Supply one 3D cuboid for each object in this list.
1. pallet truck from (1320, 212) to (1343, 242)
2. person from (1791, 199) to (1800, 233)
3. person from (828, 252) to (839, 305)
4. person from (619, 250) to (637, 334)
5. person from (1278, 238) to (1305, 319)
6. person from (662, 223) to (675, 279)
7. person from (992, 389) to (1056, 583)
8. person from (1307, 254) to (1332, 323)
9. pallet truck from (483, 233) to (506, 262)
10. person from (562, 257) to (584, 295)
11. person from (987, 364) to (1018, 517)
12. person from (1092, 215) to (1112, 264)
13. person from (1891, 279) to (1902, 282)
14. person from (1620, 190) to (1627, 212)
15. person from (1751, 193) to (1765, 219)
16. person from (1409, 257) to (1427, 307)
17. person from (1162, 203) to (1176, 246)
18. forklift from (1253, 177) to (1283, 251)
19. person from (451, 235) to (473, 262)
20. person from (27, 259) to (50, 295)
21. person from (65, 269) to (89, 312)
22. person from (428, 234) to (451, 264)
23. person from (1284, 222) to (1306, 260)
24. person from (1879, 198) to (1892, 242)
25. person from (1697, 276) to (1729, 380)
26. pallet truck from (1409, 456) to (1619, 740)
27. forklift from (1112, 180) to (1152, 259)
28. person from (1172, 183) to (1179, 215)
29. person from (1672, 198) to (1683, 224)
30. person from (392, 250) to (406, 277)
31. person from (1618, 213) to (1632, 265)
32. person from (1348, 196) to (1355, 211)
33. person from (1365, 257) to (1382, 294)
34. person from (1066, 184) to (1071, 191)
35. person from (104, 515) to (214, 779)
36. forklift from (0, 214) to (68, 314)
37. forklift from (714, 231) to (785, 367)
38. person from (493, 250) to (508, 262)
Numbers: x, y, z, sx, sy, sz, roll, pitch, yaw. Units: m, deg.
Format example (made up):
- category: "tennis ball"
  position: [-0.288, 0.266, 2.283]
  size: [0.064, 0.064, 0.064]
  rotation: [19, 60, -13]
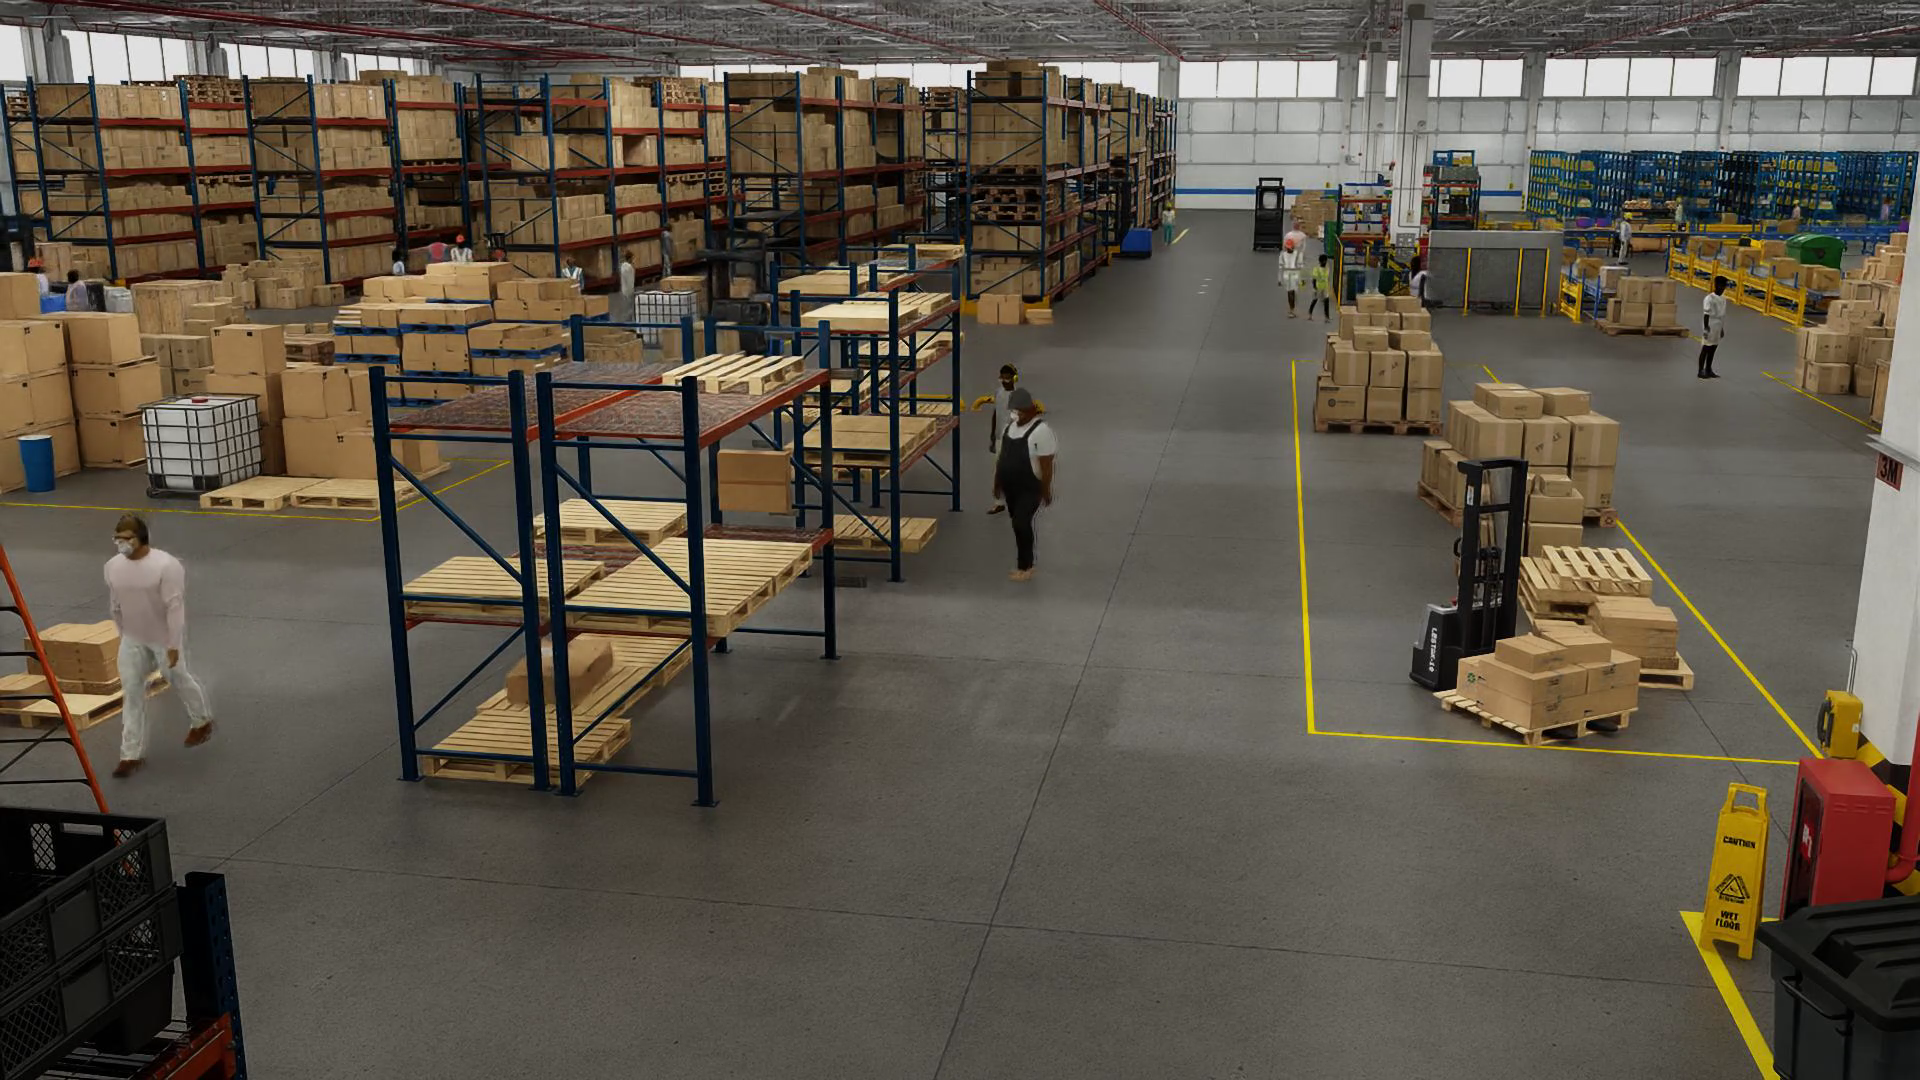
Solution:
- category: "pallet truck"
  position: [15.874, -13.227, 70.310]
  size: [0.680, 1.201, 1.601]
  rotation: [10, 17, 35]
- category: "person"
  position: [35.333, -13.525, 70.415]
  size: [0.331, 1.765, 0.533]
  rotation: [0, 14, -1]
- category: "person"
  position: [-3.121, -6.454, 41.974]
  size: [0.376, 1.623, 0.543]
  rotation: [-11, 18, -38]
- category: "person"
  position: [-7.632, -5.701, 38.317]
  size: [0.483, 1.925, 0.652]
  rotation: [-3, 14, -14]
- category: "person"
  position: [8.226, -6.507, 41.452]
  size: [0.634, 1.985, 0.846]
  rotation: [8, 16, 31]
- category: "person"
  position: [-8.741, -8.542, 49.904]
  size: [0.416, 1.913, 0.680]
  rotation: [-4, 14, -16]
- category: "person"
  position: [0.584, -0.577, 17.273]
  size: [0.656, 2.000, 0.714]
  rotation: [-11, 17, -37]
- category: "person"
  position: [8.845, -6.181, 40.823]
  size: [0.537, 1.656, 0.888]
  rotation: [-5, 15, -20]
- category: "pallet truck"
  position: [-11.832, -7.026, 43.548]
  size: [1.885, 1.965, 0.823]
  rotation: [8, 16, 28]
- category: "person"
  position: [-9.343, -6.019, 40.215]
  size: [0.524, 1.632, 0.314]
  rotation: [-1, 14, -3]
- category: "person"
  position: [0.575, -1.211, 20.209]
  size: [0.509, 1.868, 0.328]
  rotation: [8, 16, 30]
- category: "person"
  position: [4.848, -10.522, 58.312]
  size: [0.912, 1.721, 0.541]
  rotation: [1, 14, 3]
- category: "person"
  position: [17.702, -3.990, 31.452]
  size: [0.998, 1.894, 0.564]
  rotation: [3, 14, 13]
- category: "person"
  position: [35.790, -18.238, 89.574]
  size: [0.332, 1.748, 0.561]
  rotation: [-10, 17, -36]
- category: "person"
  position: [37.036, -15.341, 77.264]
  size: [0.639, 2.014, 0.662]
  rotation: [1, 14, 3]
- category: "person"
  position: [10.014, -5.329, 36.898]
  size: [0.957, 1.872, 0.623]
  rotation: [-5, 15, -18]
- category: "person"
  position: [8.493, -12.826, 67.613]
  size: [0.527, 1.752, 0.464]
  rotation: [0, 14, 2]
- category: "forklift"
  position: [12.083, -12.747, 64.956]
  size: [1.129, 2.768, 1.873]
  rotation: [3, 14, 10]
- category: "person"
  position: [-13.322, -7.228, 44.564]
  size: [0.551, 1.911, 0.899]
  rotation: [-4, 14, -14]
- category: "person"
  position: [-20.079, -5.197, 36.361]
  size: [1.016, 1.896, 0.548]
  rotation: [-1, 14, -4]
- category: "person"
  position: [-18.495, -4.797, 34.931]
  size: [0.923, 1.794, 0.652]
  rotation: [-12, 18, -40]
- category: "person"
  position: [-14.481, -7.630, 46.434]
  size: [0.641, 1.785, 0.956]
  rotation: [0, 14, 0]
- category: "person"
  position: [10.233, -8.758, 50.847]
  size: [0.652, 1.875, 0.927]
  rotation: [2, 14, 10]
- category: "person"
  position: [38.989, -13.475, 70.078]
  size: [0.431, 1.831, 0.564]
  rotation: [4, 14, 17]
- category: "person"
  position: [14.197, -3.994, 31.312]
  size: [0.608, 1.959, 0.380]
  rotation: [-10, 17, -34]
- category: "pallet truck"
  position: [4.504, 0.400, 13.395]
  size: [0.823, 1.965, 1.885]
  rotation: [-6, 15, -23]
- category: "forklift"
  position: [6.082, -11.722, 60.796]
  size: [1.873, 2.768, 1.129]
  rotation: [2, 14, 9]
- category: "person"
  position: [11.509, -18.740, 91.325]
  size: [1.007, 1.888, 0.636]
  rotation: [8, 16, 29]
- category: "person"
  position: [30.697, -13.785, 71.410]
  size: [0.898, 1.785, 0.621]
  rotation: [3, 14, 11]
- category: "person"
  position: [-14.104, -6.513, 42.154]
  size: [0.787, 1.670, 0.540]
  rotation: [0, 14, 1]
- category: "person"
  position: [23.223, -10.509, 58.058]
  size: [0.403, 1.820, 0.603]
  rotation: [9, 16, 32]
- category: "person"
  position: [19.517, -16.514, 82.844]
  size: [0.531, 1.627, 0.323]
  rotation: [1, 14, 5]
- category: "person"
  position: [10.184, -6.177, 40.957]
  size: [0.505, 1.581, 0.892]
  rotation: [-8, 16, -29]
- category: "person"
  position: [5.621, -18.214, 89.114]
  size: [0.656, 1.925, 0.439]
  rotation: [2, 14, 7]
- category: "person"
  position: [-5.976, 0.724, 12.310]
  size: [0.629, 1.897, 1.017]
  rotation: [1, 14, 4]
- category: "forklift"
  position: [-20.564, -5.716, 36.413]
  size: [1.873, 2.768, 1.129]
  rotation: [3, 14, 10]
- category: "forklift"
  position: [-3.969, -4.255, 30.479]
  size: [1.129, 2.768, 1.873]
  rotation: [3, 14, 10]
- category: "person"
  position: [-10.399, -5.622, 37.950]
  size: [0.995, 1.939, 0.605]
  rotation: [-6, 15, -25]
